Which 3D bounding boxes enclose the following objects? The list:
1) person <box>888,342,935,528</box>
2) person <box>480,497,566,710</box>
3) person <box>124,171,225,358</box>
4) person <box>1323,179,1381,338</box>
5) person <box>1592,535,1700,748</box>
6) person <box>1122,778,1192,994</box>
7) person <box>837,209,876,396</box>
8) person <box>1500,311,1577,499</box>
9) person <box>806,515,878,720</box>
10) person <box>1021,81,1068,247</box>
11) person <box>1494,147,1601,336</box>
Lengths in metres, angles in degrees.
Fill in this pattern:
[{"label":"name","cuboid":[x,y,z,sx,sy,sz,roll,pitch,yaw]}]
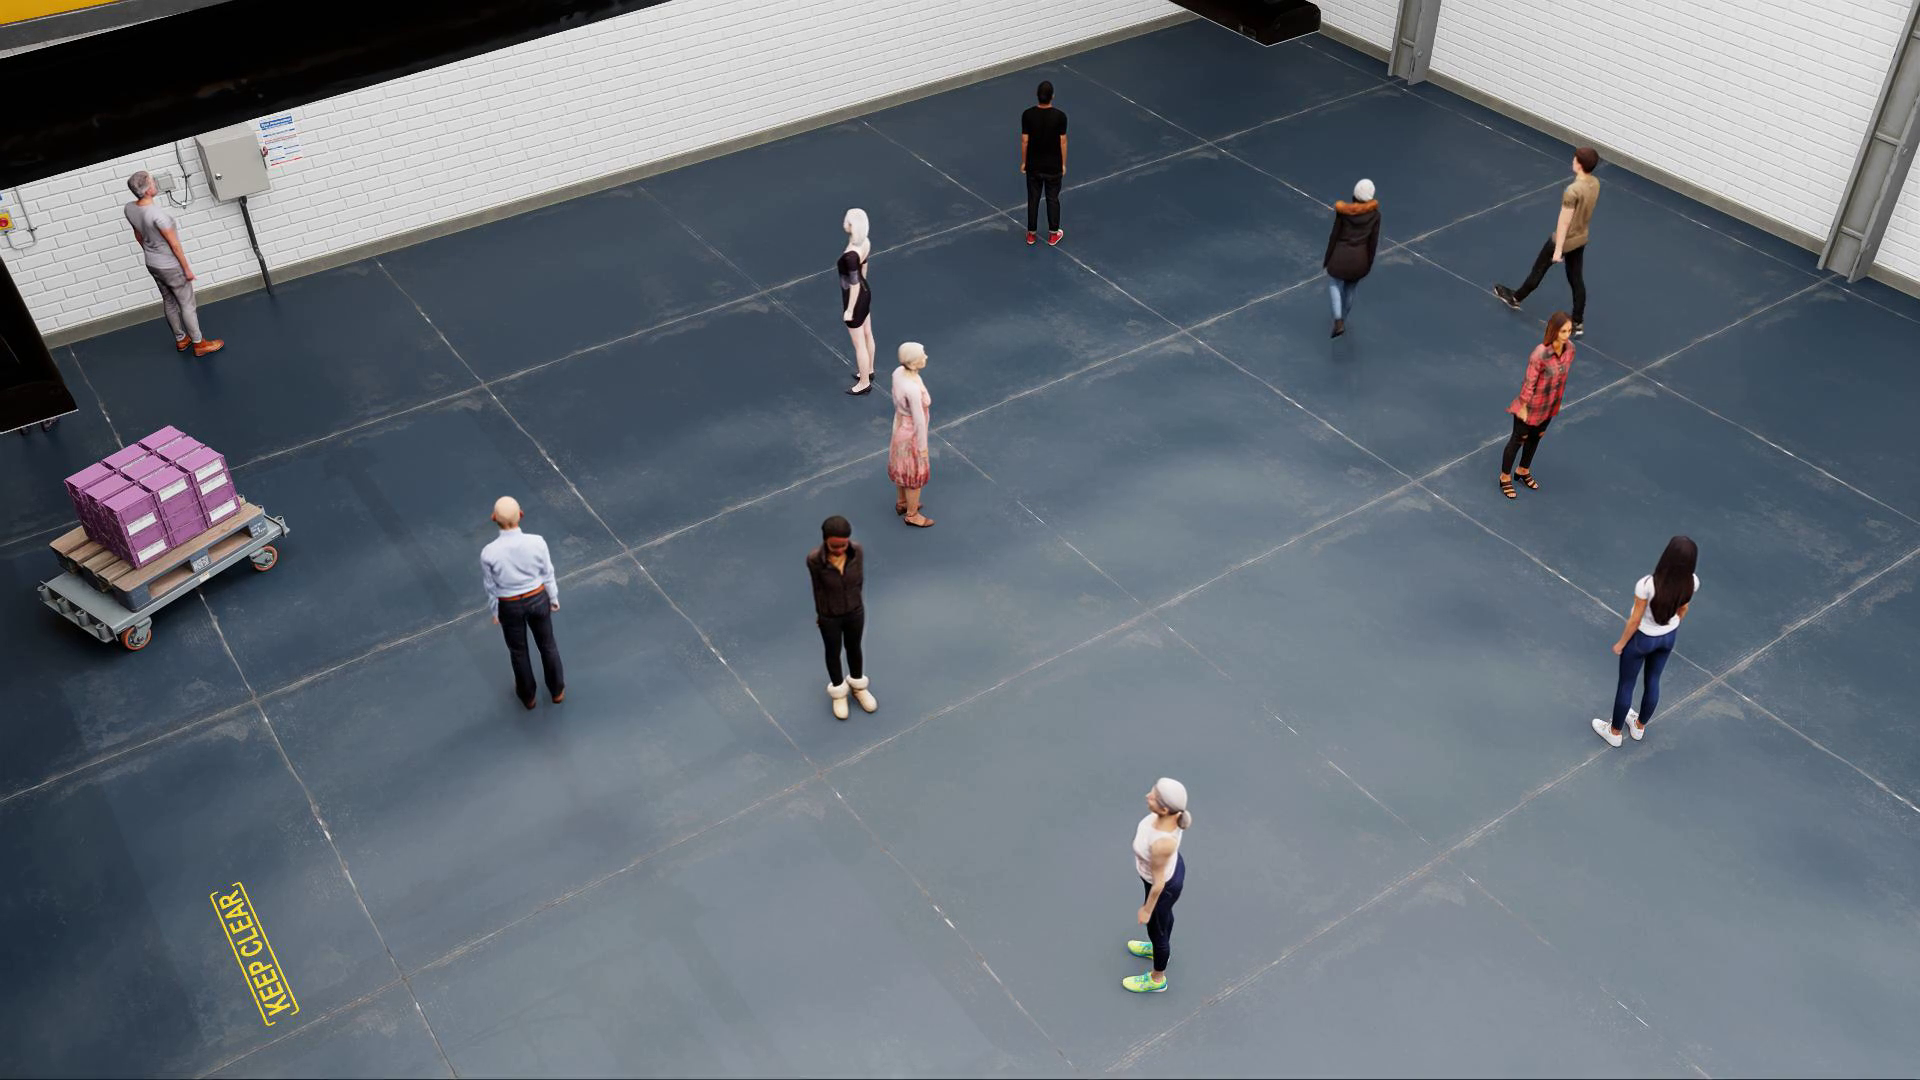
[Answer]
[{"label":"person","cuboid":[-0.398,-0.852,13.342,0.710,1.691,0.569,-15,41,-18]},{"label":"person","cuboid":[-3.053,0.462,11.618,0.682,1.789,0.668,-16,41,-19]},{"label":"person","cuboid":[-7.325,-2.543,15.346,0.679,1.832,0.829,18,42,21]},{"label":"person","cuboid":[3.652,-2.597,15.582,0.846,1.622,0.928,1,39,1]},{"label":"person","cuboid":[4.709,0.691,11.343,0.661,1.774,0.639,-8,39,-10]},{"label":"person","cuboid":[1.181,2.011,9.748,0.727,1.702,0.674,8,39,10]},{"label":"person","cuboid":[-0.908,-2.128,14.830,0.697,1.829,0.650,9,39,11]},{"label":"person","cuboid":[4.760,-1.132,13.683,0.637,1.703,0.595,-18,42,-21]},{"label":"person","cuboid":[-0.850,0.486,11.690,0.675,1.662,0.608,-23,44,-26]},{"label":"person","cuboid":[0.861,-3.861,17.057,0.714,1.758,0.780,8,39,10]},{"label":"person","cuboid":[5.798,-2.770,15.655,0.753,1.801,1.217,-28,46,-30]}]
